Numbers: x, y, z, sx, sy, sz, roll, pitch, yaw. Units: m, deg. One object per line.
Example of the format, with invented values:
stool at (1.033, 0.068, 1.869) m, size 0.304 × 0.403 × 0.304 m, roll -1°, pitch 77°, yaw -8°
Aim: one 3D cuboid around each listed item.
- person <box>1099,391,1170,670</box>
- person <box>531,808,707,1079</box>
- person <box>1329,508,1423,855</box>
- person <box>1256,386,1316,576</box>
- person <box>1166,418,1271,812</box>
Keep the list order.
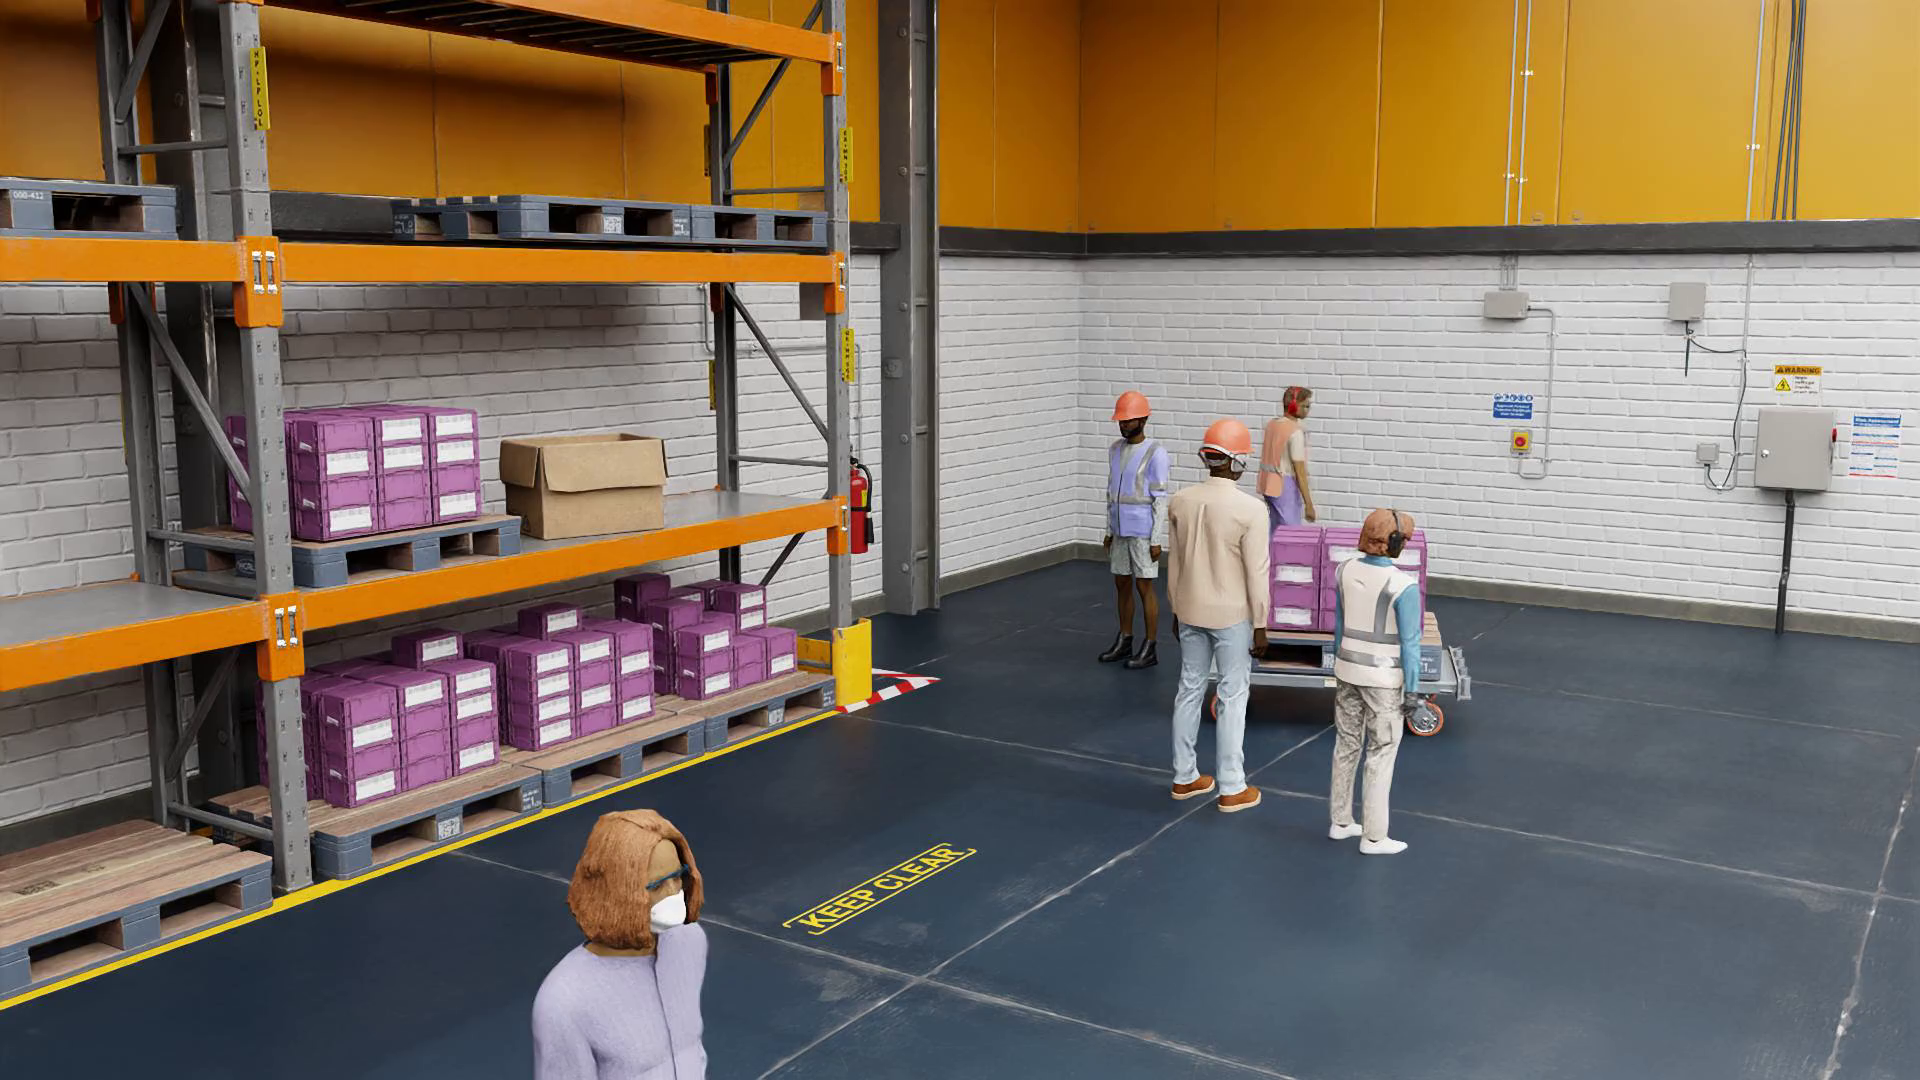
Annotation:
person at (1.193, -0.068, 11.540) m, size 0.379 × 1.930 × 0.545 m, roll -6°, pitch 11°, yaw -36°
person at (-0.651, 1.333, 3.365) m, size 0.283 × 1.634 × 0.498 m, roll 4°, pitch 10°, yaw 26°
person at (1.930, 0.659, 7.758) m, size 0.320 × 1.630 × 0.528 m, roll -5°, pitch 10°, yaw -31°
person at (2.651, -0.337, 13.609) m, size 0.423 × 1.830 × 0.616 m, roll -2°, pitch 9°, yaw -13°
person at (1.318, 0.377, 8.456) m, size 0.399 × 1.987 × 0.614 m, roll -8°, pitch 12°, yaw -43°
